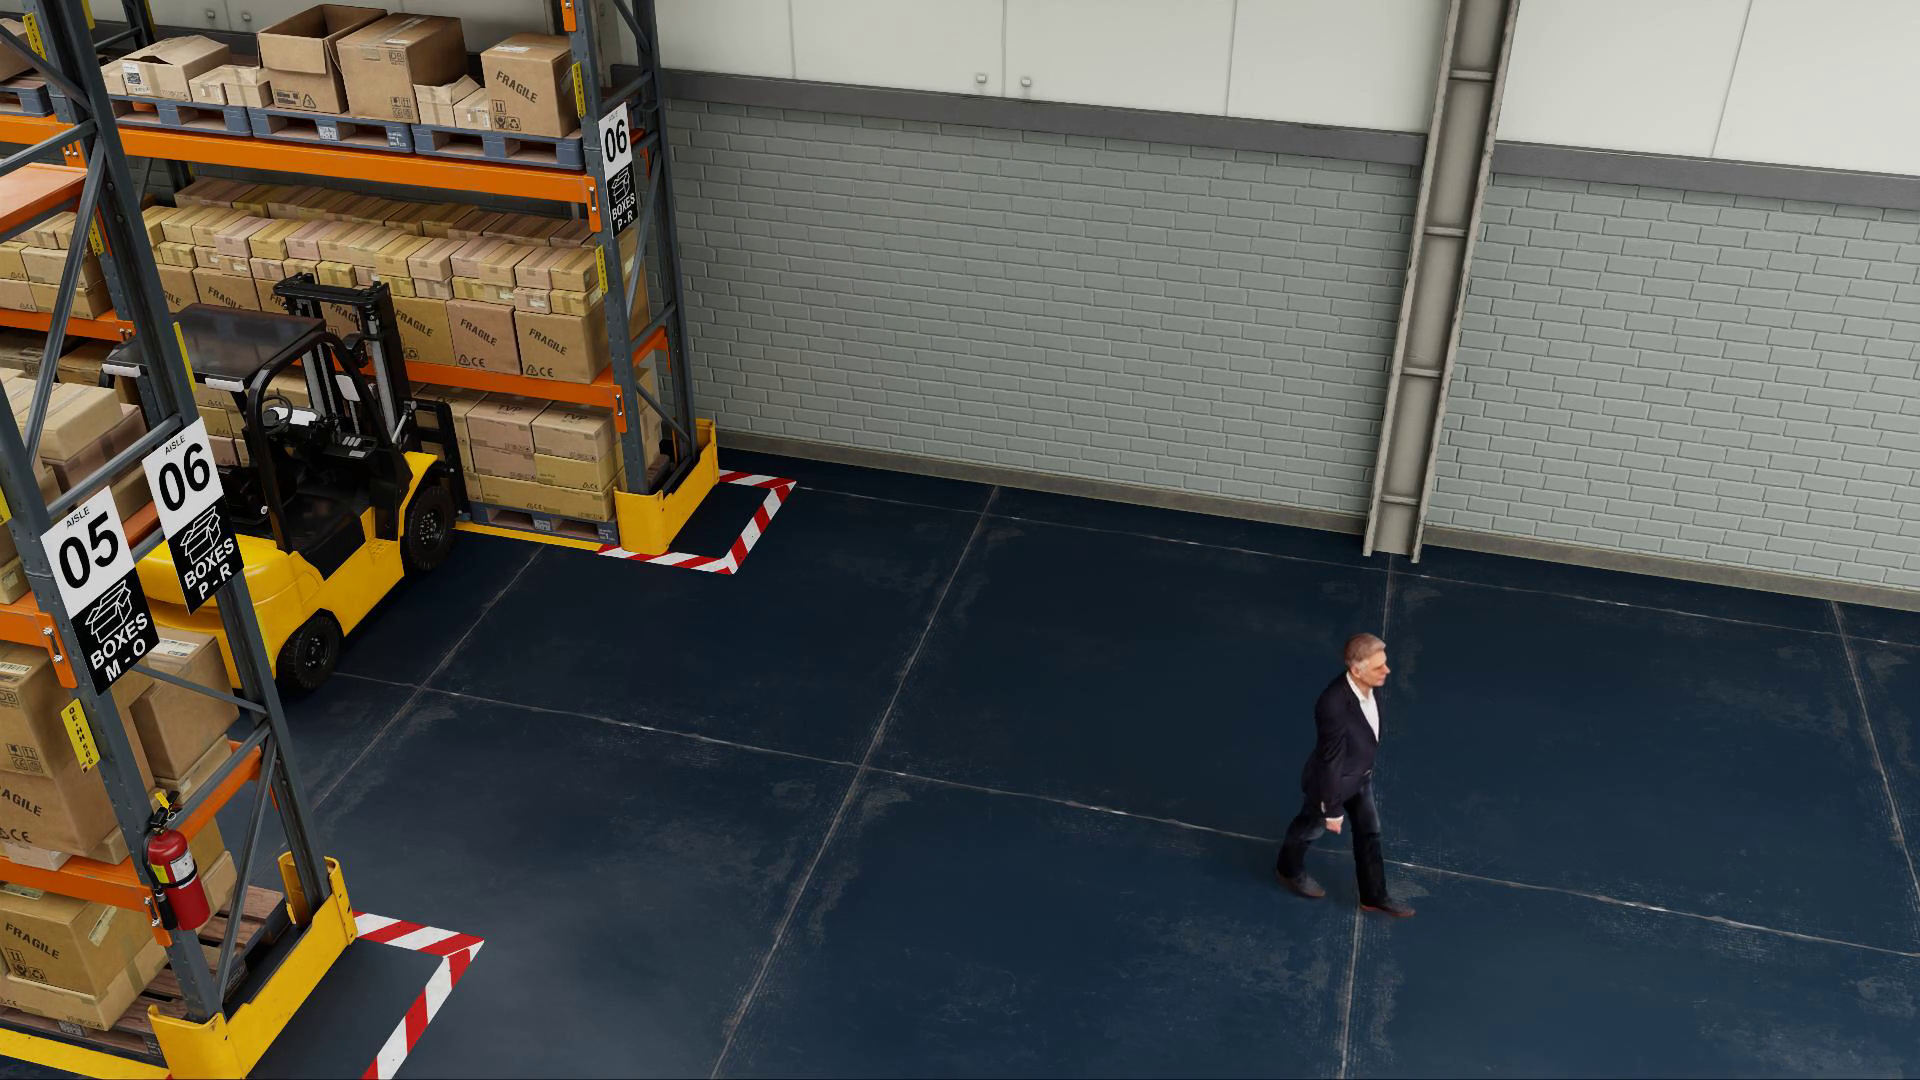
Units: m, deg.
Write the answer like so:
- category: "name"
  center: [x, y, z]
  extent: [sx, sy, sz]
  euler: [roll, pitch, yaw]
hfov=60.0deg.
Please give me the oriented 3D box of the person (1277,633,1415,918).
- category: "person"
  center: [1.927, 1.194, 8.760]
  extent: [1.145, 1.790, 0.993]
  euler: [26, 41, 34]
